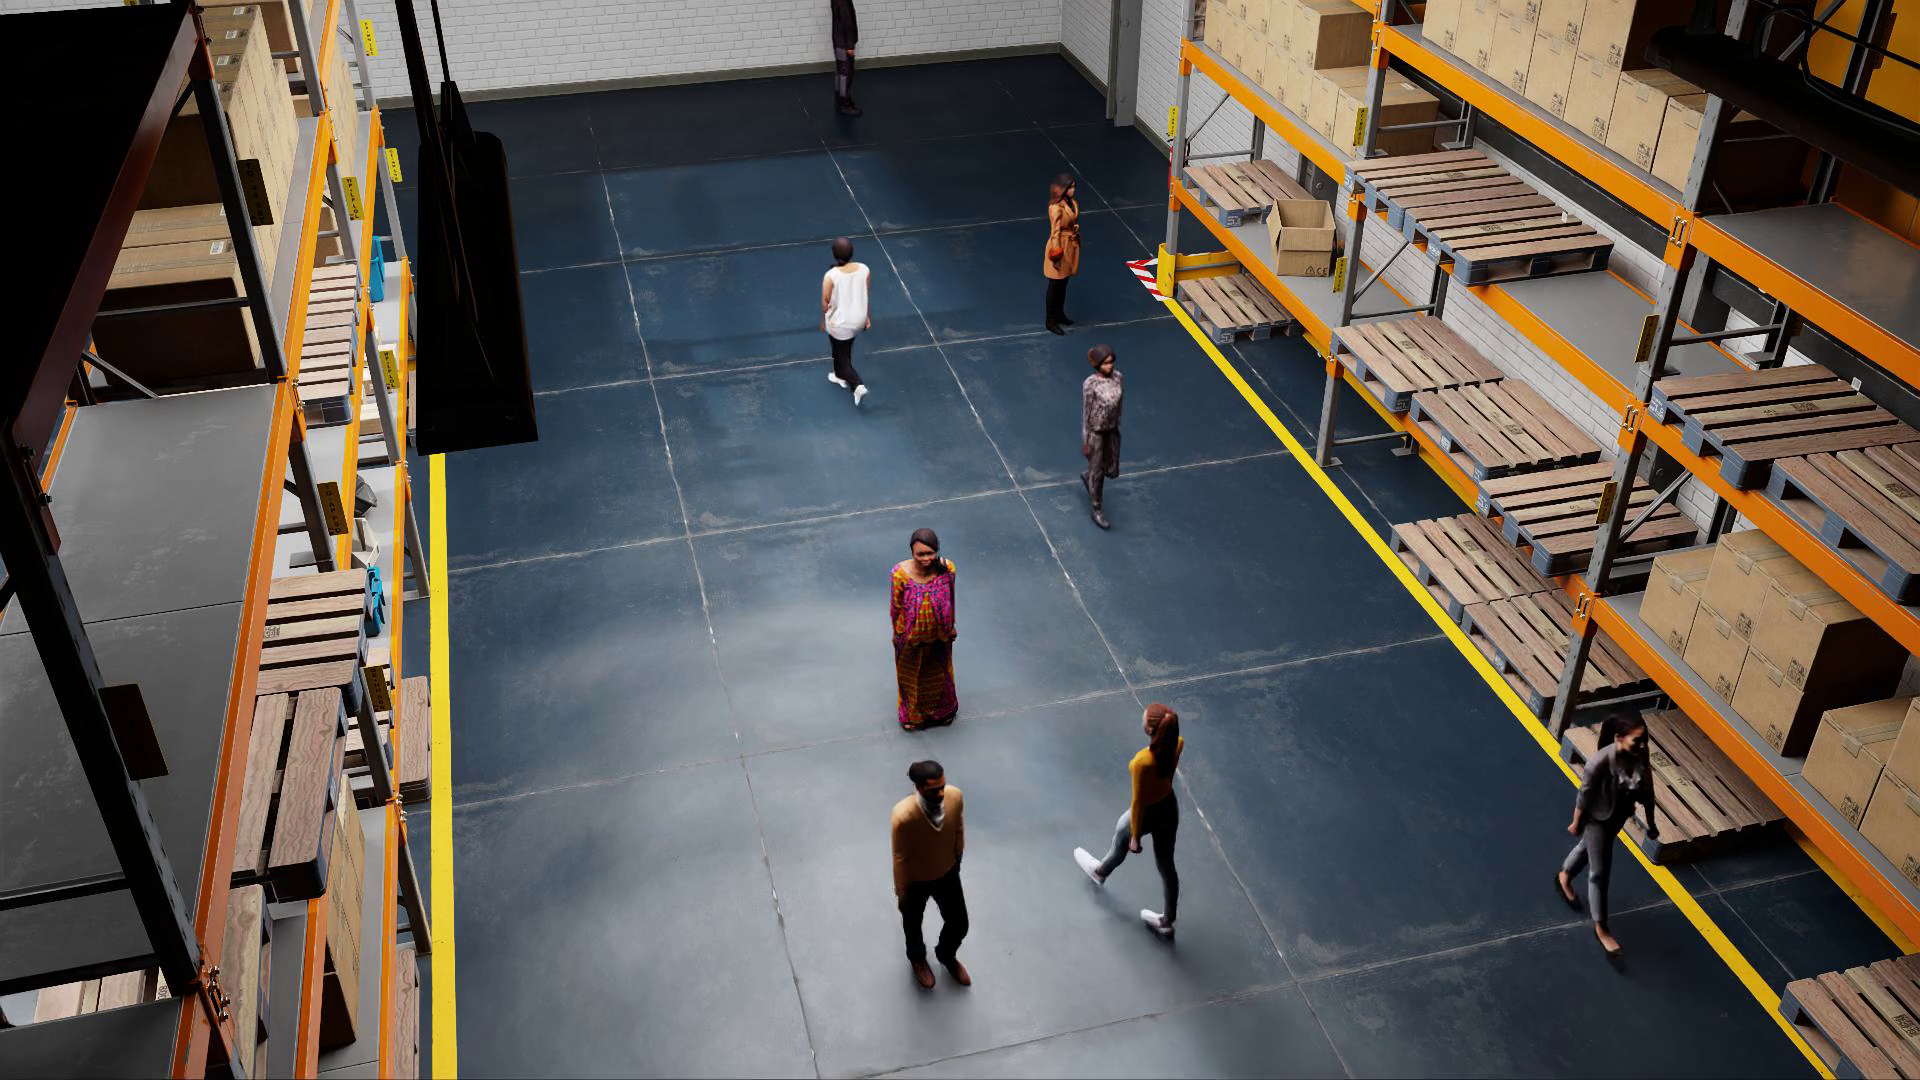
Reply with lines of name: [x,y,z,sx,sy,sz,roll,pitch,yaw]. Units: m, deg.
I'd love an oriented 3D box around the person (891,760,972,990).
person: [-0.236,1.947,9.943,0.728,1.741,0.709,-16,37,-23]

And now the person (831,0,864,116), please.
person: [-1.620,-6.925,23.107,0.751,1.945,0.514,-10,35,-14]

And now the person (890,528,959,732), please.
person: [-0.244,0.622,11.989,0.629,1.683,0.624,-9,35,-13]

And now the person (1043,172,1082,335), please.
person: [1.062,-3.021,17.430,0.827,1.727,0.762,17,37,24]

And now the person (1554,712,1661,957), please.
person: [3.984,1.702,10.394,0.760,1.650,1.019,-16,37,-22]

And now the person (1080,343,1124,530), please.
person: [1.170,-0.924,14.296,0.654,1.703,0.835,-15,37,-22]

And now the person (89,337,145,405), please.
person: [-7.487,-1.141,14.860,0.847,1.442,1.053,-27,42,-34]

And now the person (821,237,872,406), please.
person: [-1.104,-2.108,16.113,0.937,1.664,1.149,-25,41,-32]

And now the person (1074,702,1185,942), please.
person: [1.249,1.763,10.245,0.900,1.714,1.178,-23,40,-31]
